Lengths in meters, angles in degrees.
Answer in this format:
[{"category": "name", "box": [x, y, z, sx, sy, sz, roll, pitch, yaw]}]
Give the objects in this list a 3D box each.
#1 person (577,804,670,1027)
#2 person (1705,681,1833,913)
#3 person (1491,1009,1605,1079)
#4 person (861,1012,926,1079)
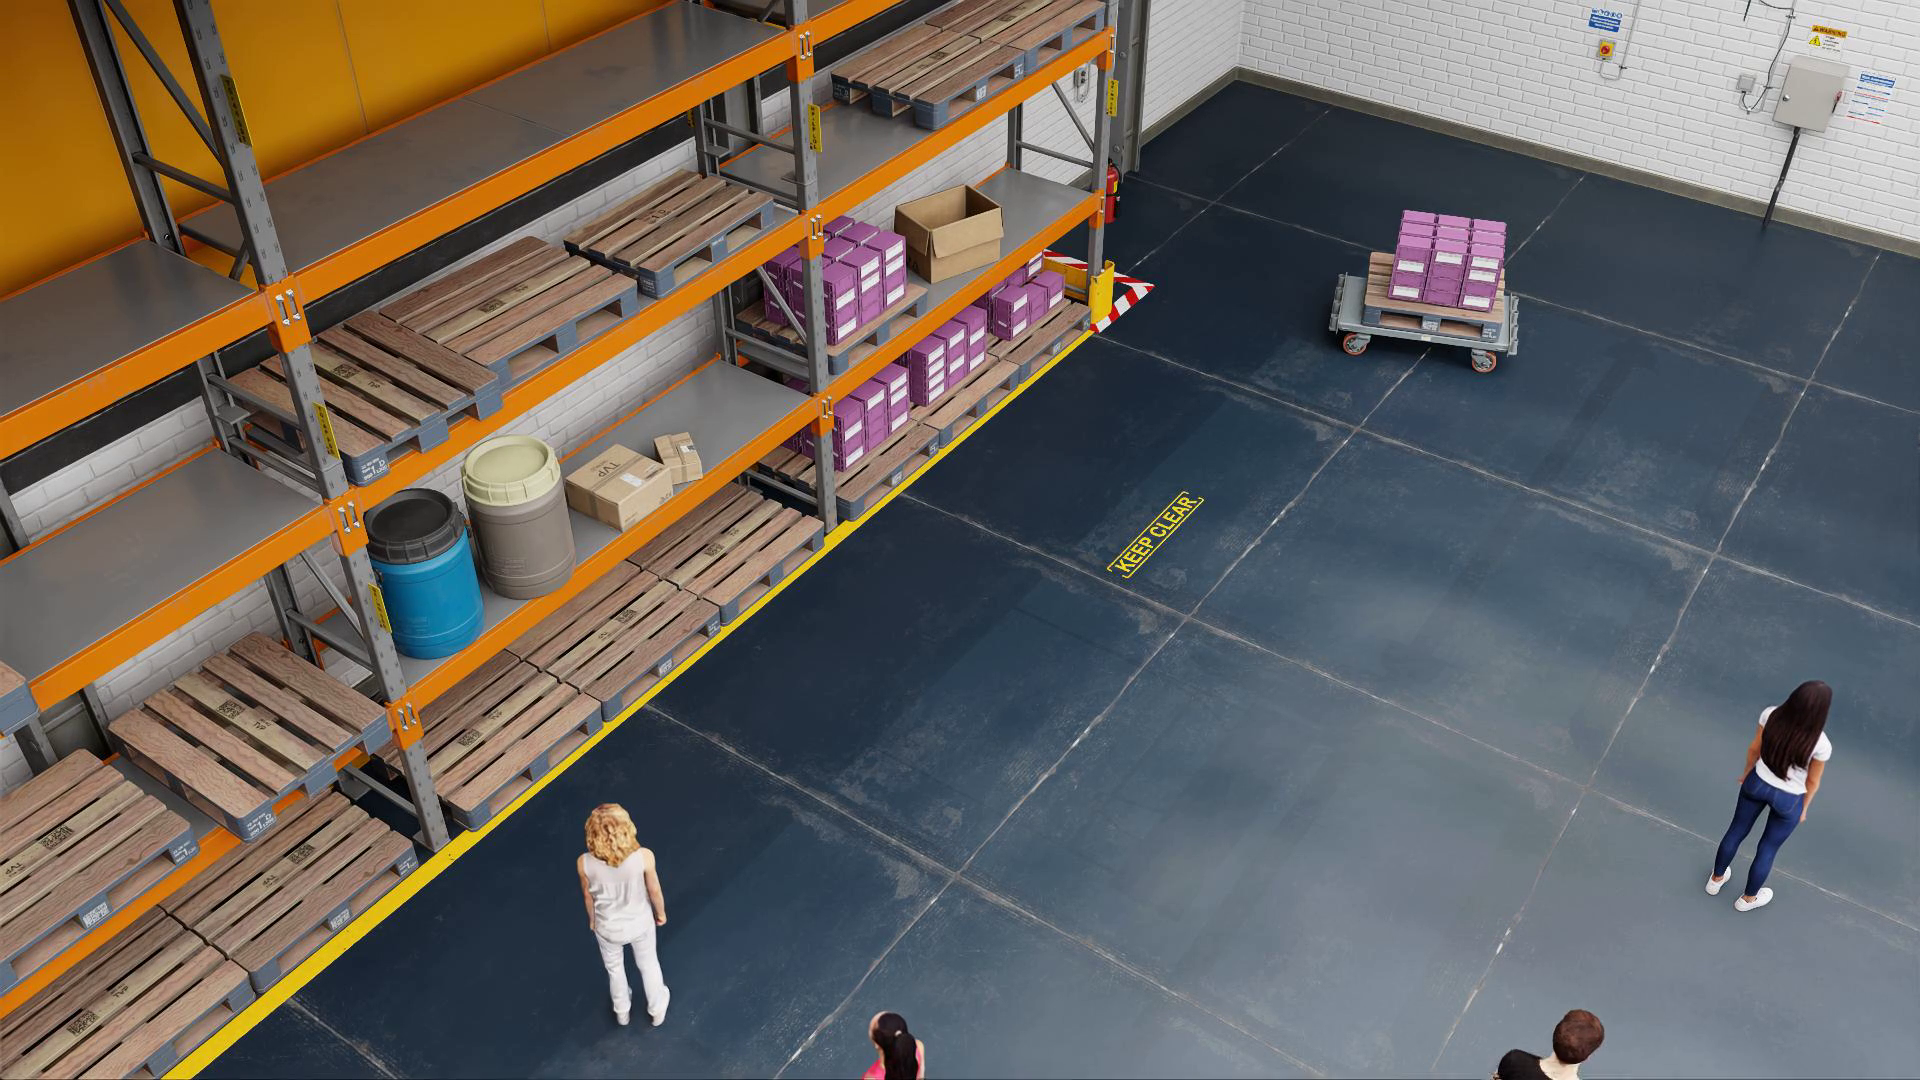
[{"category": "person", "box": [-1.857, 2.080, 9.145, 0.674, 1.671, 0.729, -5, 39, -6]}, {"category": "person", "box": [4.782, 1.502, 9.786, 0.617, 1.775, 0.646, -25, 45, -28]}, {"category": "person", "box": [2.664, 2.923, 7.925, 0.736, 1.877, 1.105, 19, 42, 22]}, {"category": "person", "box": [-0.309, 2.862, 8.122, 0.697, 1.727, 0.538, 29, 47, 32]}]
